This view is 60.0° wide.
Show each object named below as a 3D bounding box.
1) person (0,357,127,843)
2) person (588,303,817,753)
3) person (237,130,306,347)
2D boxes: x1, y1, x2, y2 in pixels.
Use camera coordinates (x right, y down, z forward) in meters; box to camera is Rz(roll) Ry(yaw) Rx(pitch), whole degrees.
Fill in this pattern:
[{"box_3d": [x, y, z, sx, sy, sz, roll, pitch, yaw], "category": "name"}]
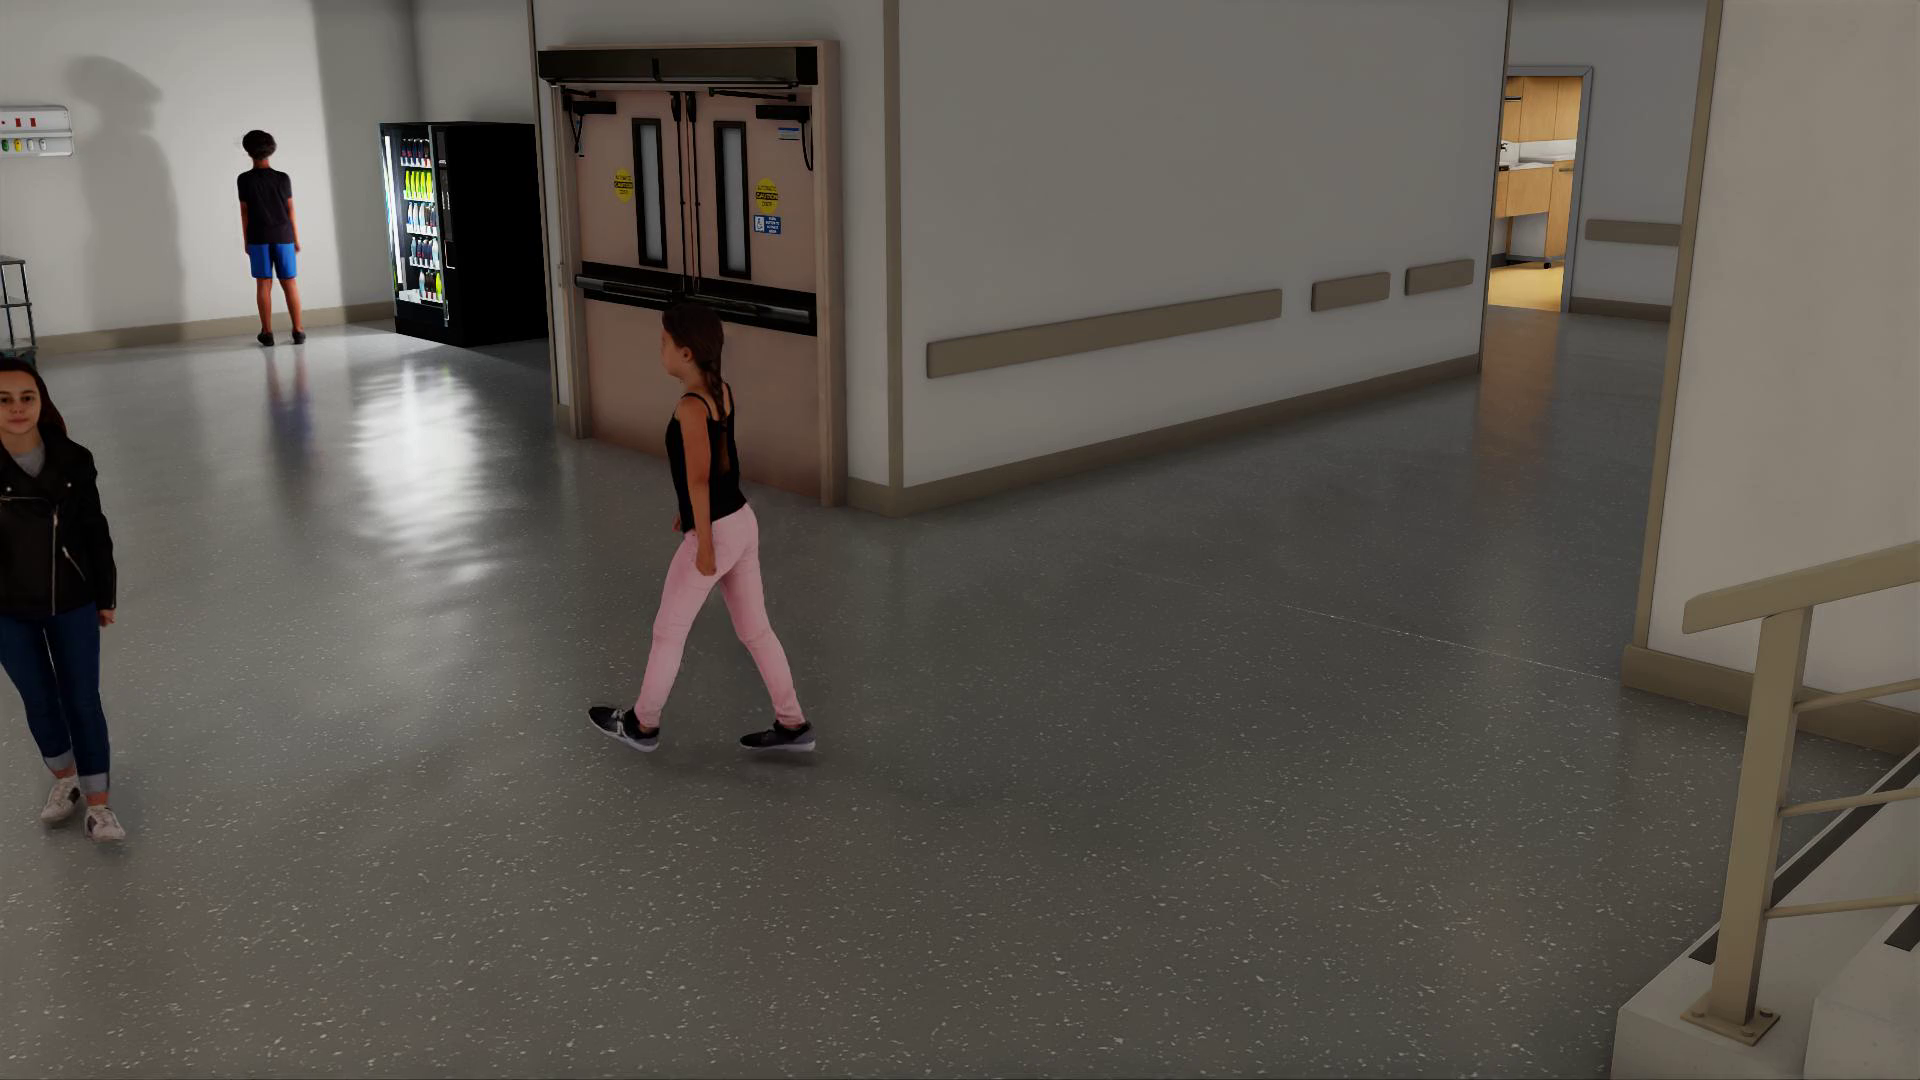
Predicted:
[{"box_3d": [-2.791, 0.169, 5.043, 0.737, 1.459, 0.892, -7, 17, -23], "category": "person"}, {"box_3d": [-0.735, 0.015, 5.469, 1.061, 1.525, 0.811, 5, 17, 18], "category": "person"}, {"box_3d": [-5.854, -2.563, 14.125, 0.665, 1.791, 0.656, -7, 17, -24], "category": "person"}]
